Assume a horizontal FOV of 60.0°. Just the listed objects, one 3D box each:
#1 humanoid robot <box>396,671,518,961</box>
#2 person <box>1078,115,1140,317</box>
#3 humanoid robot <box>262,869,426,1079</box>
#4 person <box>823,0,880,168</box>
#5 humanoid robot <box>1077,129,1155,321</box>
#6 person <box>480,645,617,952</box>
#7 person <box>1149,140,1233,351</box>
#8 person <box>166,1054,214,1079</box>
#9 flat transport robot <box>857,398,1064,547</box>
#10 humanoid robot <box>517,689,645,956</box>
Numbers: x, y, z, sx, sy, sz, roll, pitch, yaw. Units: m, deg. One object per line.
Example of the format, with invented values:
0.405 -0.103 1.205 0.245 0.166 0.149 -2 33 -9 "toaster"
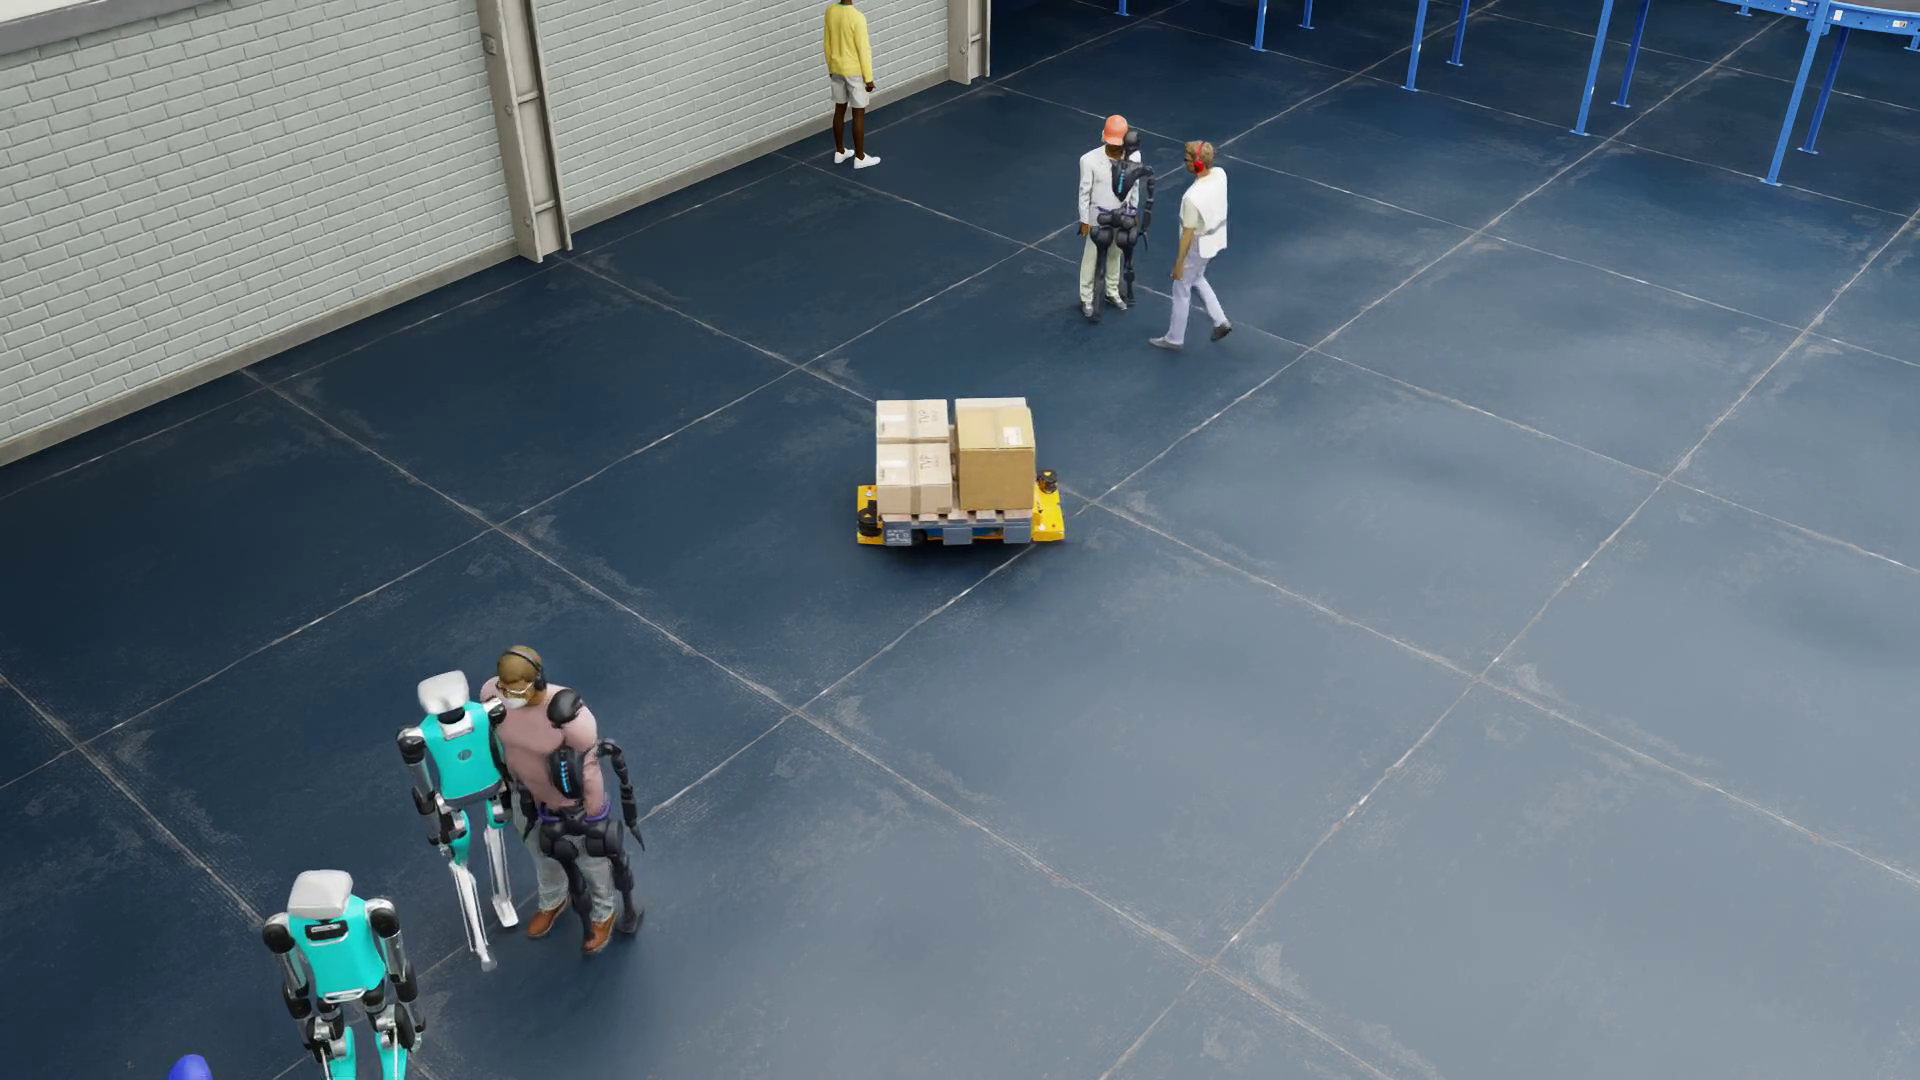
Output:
-2.466 1.286 8.322 0.541 1.797 0.685 -18 39 -24 "humanoid robot"
1.252 -2.723 13.935 0.561 1.746 0.336 -13 37 -17 "person"
-2.528 2.216 7.008 0.535 1.796 0.672 -7 36 -9 "humanoid robot"
-1.095 -4.638 16.495 0.556 1.898 0.366 24 42 30 "person"
1.299 -2.662 13.939 0.623 1.642 0.607 7 36 10 "humanoid robot"
-2.019 1.267 8.191 0.636 1.930 0.397 15 38 20 "person"
1.900 -2.335 13.316 0.585 1.829 0.621 21 41 27 "person"
-2.752 2.624 6.470 0.515 1.701 0.502 26 43 32 "person"
-0.006 -0.235 11.718 1.431 0.231 0.659 -1 35 -2 "flat transport robot"
-1.879 1.388 8.222 0.612 1.656 0.341 0 35 0 "humanoid robot"
